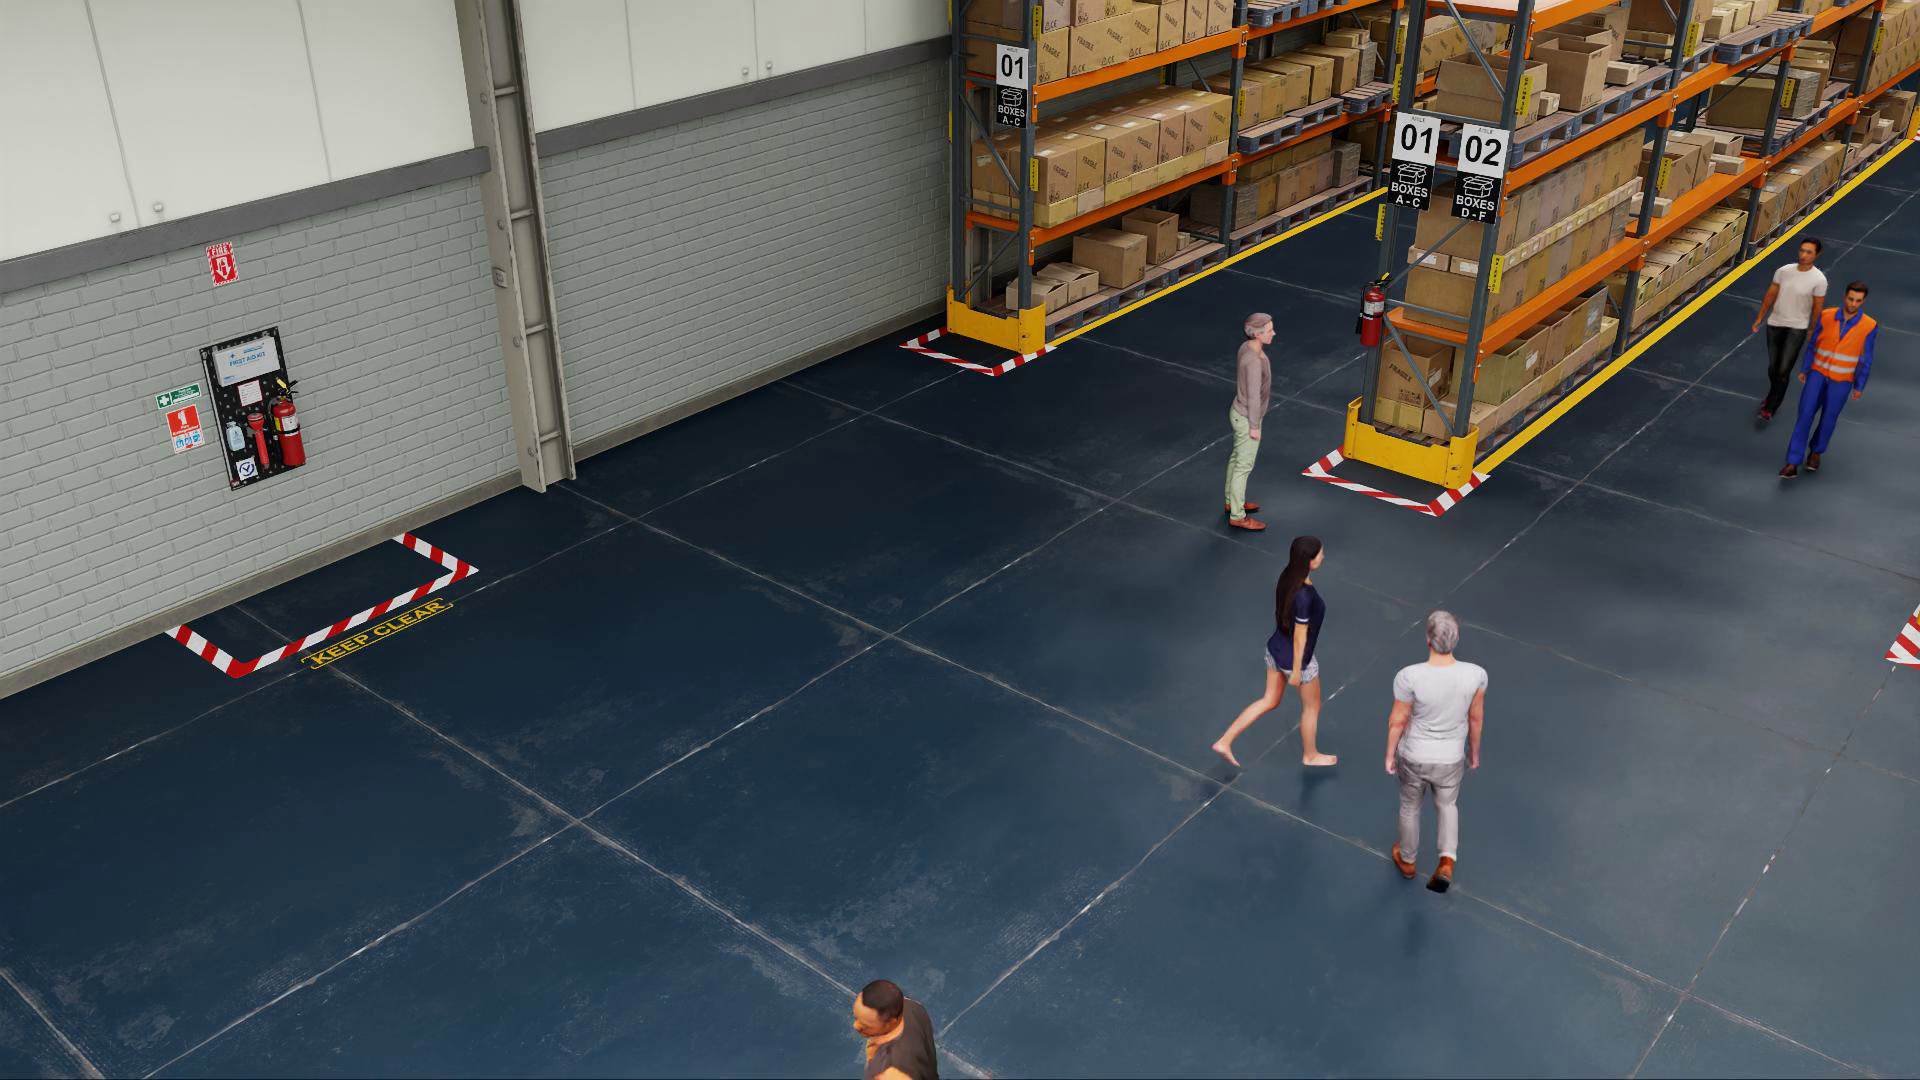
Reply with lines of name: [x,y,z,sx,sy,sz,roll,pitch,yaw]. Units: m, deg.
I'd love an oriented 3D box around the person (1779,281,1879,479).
person: [7.806,-1.462,14.870,0.788,1.831,1.052,17,33,29]

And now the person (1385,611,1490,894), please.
person: [2.784,1.296,9.710,1.006,1.812,1.087,4,28,7]

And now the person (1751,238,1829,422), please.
person: [8.051,-2.078,16.089,1.044,1.772,0.774,-21,34,-34]

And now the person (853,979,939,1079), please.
person: [-0.177,2.577,7.247,0.942,1.867,0.859,7,29,13]

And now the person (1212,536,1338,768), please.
person: [2.057,0.773,10.775,1.137,1.734,1.036,-5,28,-9]

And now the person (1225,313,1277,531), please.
person: [2.428,-1.025,14.004,0.837,1.873,0.746,1,28,2]
